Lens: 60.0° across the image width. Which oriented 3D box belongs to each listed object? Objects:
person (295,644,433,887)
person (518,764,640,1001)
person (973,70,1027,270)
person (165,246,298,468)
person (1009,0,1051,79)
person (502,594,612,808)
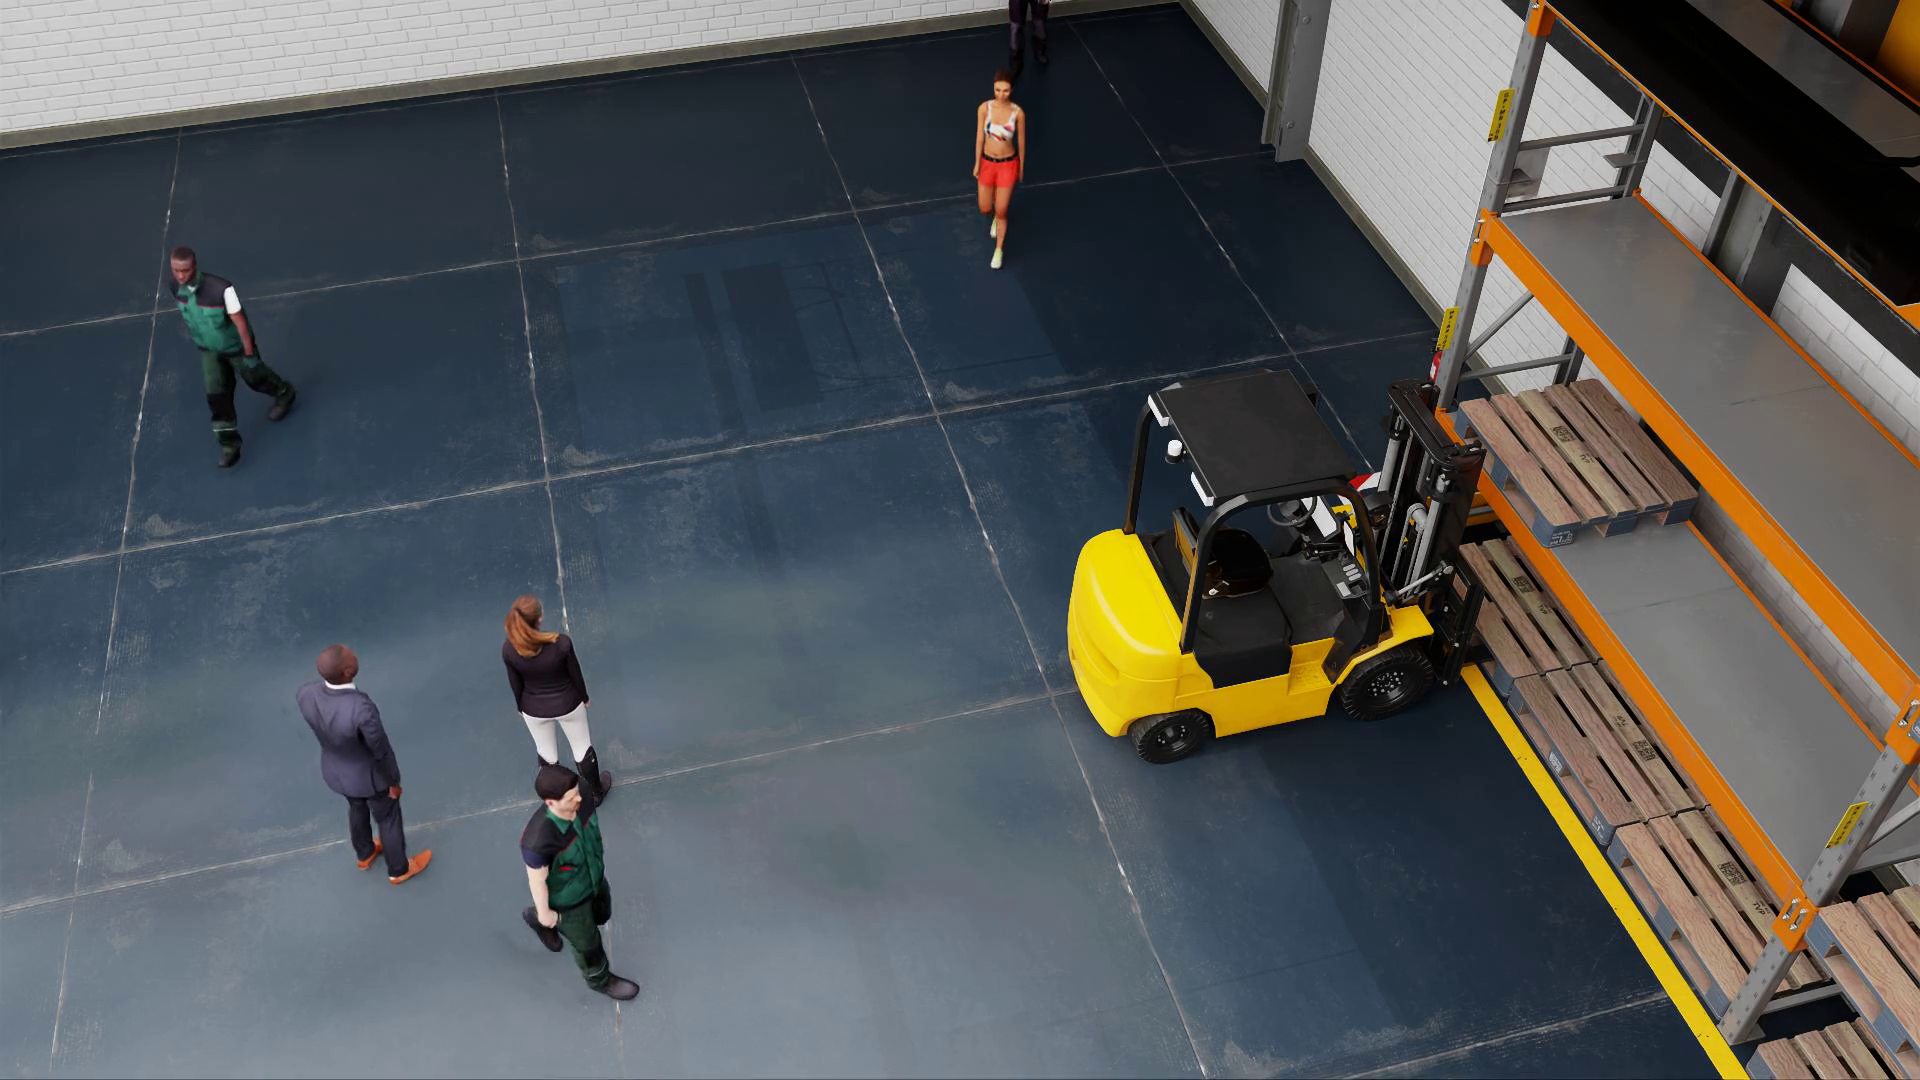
[{"bbox_3d":[-3.355,1.292,9.276,0.794,1.806,0.834,18,46,18],"label":"person"},{"bbox_3d":[-2.125,1.764,8.728,1.072,1.878,1.057,15,46,16],"label":"person"},{"bbox_3d":[0.344,-3.170,13.981,0.788,1.776,0.901,9,44,10],"label":"person"},{"bbox_3d":[-5.325,-1.474,12.198,1.064,1.779,1.327,11,45,11],"label":"person"},{"bbox_3d":[0.703,-5.508,16.411,0.854,1.810,1.008,4,44,4],"label":"person"},{"bbox_3d":[-2.372,0.965,9.674,0.596,1.731,0.561,-6,44,-6],"label":"person"}]
